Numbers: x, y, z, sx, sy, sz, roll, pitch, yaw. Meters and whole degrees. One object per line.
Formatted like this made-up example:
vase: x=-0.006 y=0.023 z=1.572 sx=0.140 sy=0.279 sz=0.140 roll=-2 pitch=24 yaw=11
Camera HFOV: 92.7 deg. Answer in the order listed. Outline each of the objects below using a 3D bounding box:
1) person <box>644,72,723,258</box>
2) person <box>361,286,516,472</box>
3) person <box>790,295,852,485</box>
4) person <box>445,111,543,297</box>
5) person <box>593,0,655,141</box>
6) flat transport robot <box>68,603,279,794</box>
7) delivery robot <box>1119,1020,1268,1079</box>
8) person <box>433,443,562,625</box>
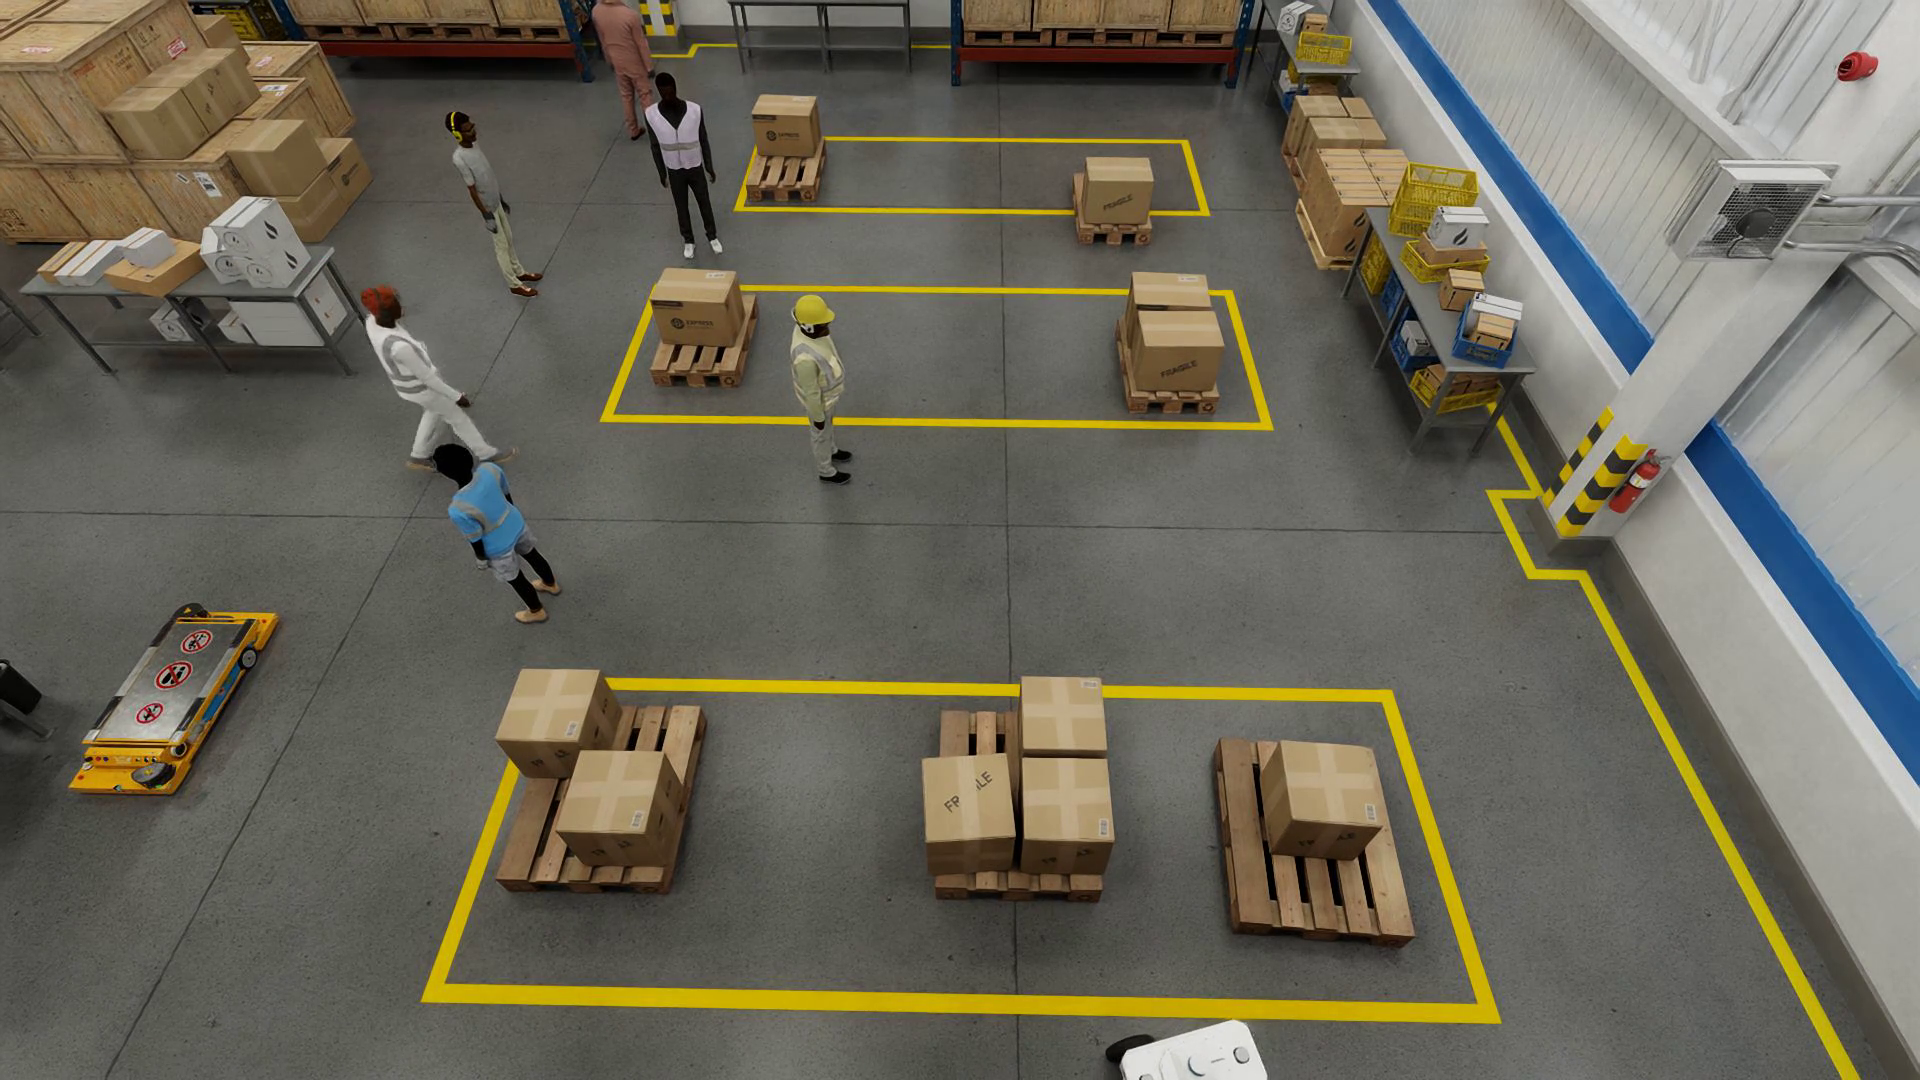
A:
person: x=-2.870 y=-3.900 z=9.578 sx=0.589 sy=1.919 sz=0.393 roll=-13 pitch=51 yaw=-11
person: x=-4.302 y=-1.227 z=7.355 sx=0.824 sy=1.860 sz=0.630 roll=-33 pitch=57 yaw=-24
person: x=-1.112 y=-1.184 z=7.343 sx=0.403 sy=1.828 sz=0.597 roll=-1 pitch=50 yaw=-1
person: x=-4.641 y=-3.316 z=9.118 sx=0.329 sy=1.868 sz=0.508 roll=-5 pitch=50 yaw=-4
person: x=-4.044 y=-5.883 z=11.273 sx=0.639 sy=1.898 sz=0.397 roll=16 pitch=52 yaw=13
flat transport robot: x=-5.504 y=1.072 z=6.442 sx=0.652 sy=0.197 sz=1.431 roll=1 pitch=50 yaw=1
delivery robot: x=1.204 y=2.767 z=4.761 sx=0.707 sy=0.478 sz=0.477 roll=-10 pitch=51 yaw=-9
person: x=-3.244 y=-0.031 z=6.446 sx=0.321 sy=1.697 sz=0.530 roll=8 pitch=50 yaw=7
